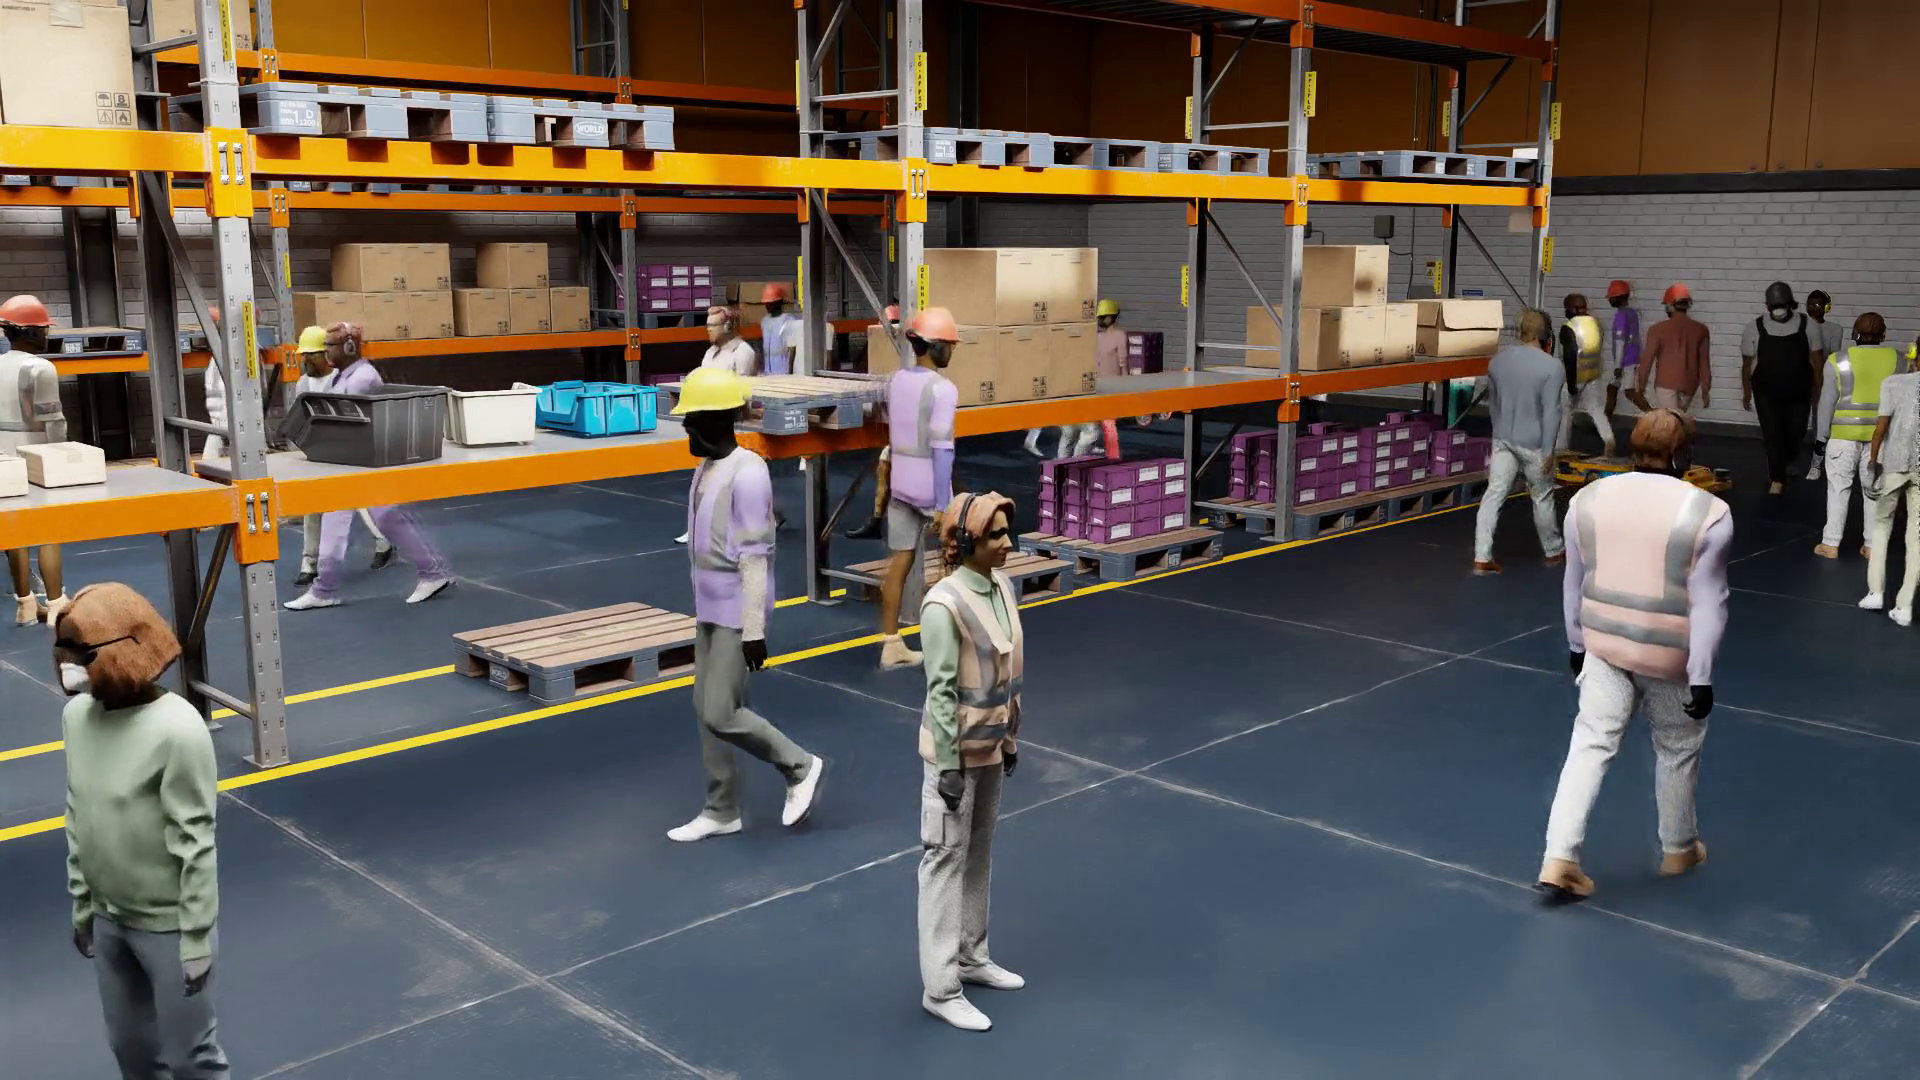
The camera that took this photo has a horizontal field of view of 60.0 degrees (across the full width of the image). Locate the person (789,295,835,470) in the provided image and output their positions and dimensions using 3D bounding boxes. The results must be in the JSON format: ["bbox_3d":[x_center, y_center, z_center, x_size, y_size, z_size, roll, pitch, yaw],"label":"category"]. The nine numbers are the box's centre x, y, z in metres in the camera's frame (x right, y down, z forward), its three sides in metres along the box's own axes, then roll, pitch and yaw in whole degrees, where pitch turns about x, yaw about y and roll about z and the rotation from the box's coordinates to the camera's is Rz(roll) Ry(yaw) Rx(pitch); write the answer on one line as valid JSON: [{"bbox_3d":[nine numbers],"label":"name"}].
[{"bbox_3d":[-1.544,-1.649,17.213,0.530,1.830,0.587,5,12,25],"label":"person"}]

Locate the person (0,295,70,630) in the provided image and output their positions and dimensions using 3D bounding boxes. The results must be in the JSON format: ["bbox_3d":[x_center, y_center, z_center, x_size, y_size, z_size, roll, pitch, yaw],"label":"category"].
[{"bbox_3d":[-5.660,-0.469,10.191,0.605,2.045,0.388,5,12,25],"label":"person"}]

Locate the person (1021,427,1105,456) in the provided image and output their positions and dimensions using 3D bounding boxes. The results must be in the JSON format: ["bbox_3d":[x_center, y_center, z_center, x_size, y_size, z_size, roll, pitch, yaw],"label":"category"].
[{"bbox_3d":[1.118,-1.754,18.099,0.940,1.719,0.512,1,10,4],"label":"person"}]

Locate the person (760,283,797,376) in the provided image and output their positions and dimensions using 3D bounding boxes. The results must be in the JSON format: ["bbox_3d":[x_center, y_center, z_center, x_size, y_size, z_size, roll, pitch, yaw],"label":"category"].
[{"bbox_3d":[-1.902,-1.855,18.152,0.551,1.909,0.817,8,13,38],"label":"person"}]

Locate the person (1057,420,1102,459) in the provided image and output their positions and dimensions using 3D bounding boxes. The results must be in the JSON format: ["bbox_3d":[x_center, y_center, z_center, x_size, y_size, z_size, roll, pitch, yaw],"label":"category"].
[{"bbox_3d":[1.107,-1.332,15.238,0.489,1.923,0.645,0,10,-1],"label":"person"}]

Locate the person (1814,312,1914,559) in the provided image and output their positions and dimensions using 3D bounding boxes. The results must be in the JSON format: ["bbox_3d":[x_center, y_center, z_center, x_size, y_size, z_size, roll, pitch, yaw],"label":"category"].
[{"bbox_3d":[6.697,-0.772,12.394,0.634,1.842,0.429,2,11,9],"label":"person"}]

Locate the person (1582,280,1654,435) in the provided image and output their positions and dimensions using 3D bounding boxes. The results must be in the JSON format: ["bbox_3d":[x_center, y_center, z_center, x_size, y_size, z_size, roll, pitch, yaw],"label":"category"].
[{"bbox_3d":[7.975,-2.133,19.724,0.941,1.891,0.592,6,12,30],"label":"person"}]

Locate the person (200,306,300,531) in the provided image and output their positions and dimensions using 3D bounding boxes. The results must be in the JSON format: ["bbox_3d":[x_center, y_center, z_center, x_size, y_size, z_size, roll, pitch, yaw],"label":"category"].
[{"bbox_3d":[-5.900,-0.990,13.585,0.956,1.848,0.586,-6,12,-29],"label":"person"}]

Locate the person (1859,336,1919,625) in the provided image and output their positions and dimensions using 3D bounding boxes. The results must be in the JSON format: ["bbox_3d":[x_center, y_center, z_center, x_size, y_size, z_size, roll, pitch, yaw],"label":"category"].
[{"bbox_3d":[5.964,-0.403,10.443,0.540,1.816,0.666,4,11,21],"label":"person"}]

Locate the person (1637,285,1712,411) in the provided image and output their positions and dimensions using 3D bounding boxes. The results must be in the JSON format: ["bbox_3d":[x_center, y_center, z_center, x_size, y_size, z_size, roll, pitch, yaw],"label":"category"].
[{"bbox_3d":[6.955,-1.490,16.149,0.644,1.941,1.020,-1,10,-4],"label":"person"}]

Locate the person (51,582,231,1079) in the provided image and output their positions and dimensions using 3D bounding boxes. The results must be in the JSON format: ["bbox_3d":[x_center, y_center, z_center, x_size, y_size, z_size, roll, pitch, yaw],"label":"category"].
[{"bbox_3d":[-1.901,0.897,3.891,0.505,1.624,0.289,6,12,29],"label":"person"}]

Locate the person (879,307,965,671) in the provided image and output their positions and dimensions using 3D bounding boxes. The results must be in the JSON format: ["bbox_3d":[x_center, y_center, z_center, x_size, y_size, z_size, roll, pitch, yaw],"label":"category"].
[{"bbox_3d":[-0.109,-0.290,9.305,0.928,2.004,0.634,-9,14,-40],"label":"person"}]

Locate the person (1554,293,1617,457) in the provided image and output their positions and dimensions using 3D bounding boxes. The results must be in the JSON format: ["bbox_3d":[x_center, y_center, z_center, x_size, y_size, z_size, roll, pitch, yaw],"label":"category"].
[{"bbox_3d":[6.734,-1.750,17.888,0.641,1.799,0.899,-6,12,-29],"label":"person"}]

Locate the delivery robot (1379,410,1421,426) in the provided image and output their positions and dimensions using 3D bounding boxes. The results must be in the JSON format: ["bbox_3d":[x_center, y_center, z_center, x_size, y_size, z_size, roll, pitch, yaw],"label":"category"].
[{"bbox_3d":[4.822,-1.136,17.639,0.707,0.478,0.477,8,13,37],"label":"delivery robot"}]

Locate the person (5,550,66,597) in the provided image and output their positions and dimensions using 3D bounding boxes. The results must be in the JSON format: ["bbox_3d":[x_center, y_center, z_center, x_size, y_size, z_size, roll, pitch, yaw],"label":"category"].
[{"bbox_3d":[-6.519,-0.542,10.902,0.915,1.939,0.609,-6,12,-31],"label":"person"}]

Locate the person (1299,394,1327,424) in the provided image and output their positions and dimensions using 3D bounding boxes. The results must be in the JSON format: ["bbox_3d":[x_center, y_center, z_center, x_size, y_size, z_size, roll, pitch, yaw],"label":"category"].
[{"bbox_3d":[3.941,-1.840,18.654,0.410,1.680,0.539,-4,11,-22],"label":"person"}]

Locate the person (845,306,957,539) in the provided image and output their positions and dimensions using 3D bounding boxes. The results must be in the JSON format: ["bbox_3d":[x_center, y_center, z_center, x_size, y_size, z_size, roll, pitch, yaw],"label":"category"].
[{"bbox_3d":[-0.374,-0.919,13.183,1.014,1.860,0.638,-1,10,-8],"label":"person"}]

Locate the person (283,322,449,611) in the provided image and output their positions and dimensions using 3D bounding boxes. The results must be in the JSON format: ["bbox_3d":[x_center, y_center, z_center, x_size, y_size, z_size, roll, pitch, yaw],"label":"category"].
[{"bbox_3d":[-3.860,-0.479,10.775,1.004,1.864,0.656,-7,13,-34],"label":"person"}]

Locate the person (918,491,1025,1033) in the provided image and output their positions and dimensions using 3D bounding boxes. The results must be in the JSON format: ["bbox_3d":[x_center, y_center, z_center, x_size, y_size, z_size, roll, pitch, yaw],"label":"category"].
[{"bbox_3d":[0.035,0.660,5.135,0.314,1.642,0.514,5,11,24],"label":"person"}]

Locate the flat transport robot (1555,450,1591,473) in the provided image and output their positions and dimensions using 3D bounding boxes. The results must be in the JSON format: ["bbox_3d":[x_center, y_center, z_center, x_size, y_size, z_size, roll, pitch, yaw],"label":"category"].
[{"bbox_3d":[5.672,-0.838,17.045,0.652,0.197,1.431,-8,13,-37],"label":"flat transport robot"}]

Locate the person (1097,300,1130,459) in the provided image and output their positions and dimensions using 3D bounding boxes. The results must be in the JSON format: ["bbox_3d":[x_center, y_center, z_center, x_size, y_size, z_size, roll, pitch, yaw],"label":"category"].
[{"bbox_3d":[1.483,-1.580,17.053,0.529,1.747,0.543,-6,12,-31],"label":"person"}]

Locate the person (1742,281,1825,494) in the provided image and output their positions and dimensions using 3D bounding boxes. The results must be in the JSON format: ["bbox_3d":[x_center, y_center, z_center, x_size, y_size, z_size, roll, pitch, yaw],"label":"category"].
[{"bbox_3d":[7.765,-1.484,15.736,0.730,2.000,0.803,4,11,22],"label":"person"}]

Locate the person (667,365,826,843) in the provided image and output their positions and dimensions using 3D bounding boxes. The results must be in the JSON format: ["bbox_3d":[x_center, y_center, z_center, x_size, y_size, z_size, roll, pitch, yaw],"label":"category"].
[{"bbox_3d":[-0.877,0.264,6.566,0.541,1.907,0.601,-5,12,-27],"label":"person"}]

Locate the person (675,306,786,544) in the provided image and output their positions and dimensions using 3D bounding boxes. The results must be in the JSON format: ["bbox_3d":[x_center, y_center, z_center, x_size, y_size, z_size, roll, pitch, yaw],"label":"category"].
[{"bbox_3d":[-1.797,-0.922,13.185,0.639,1.863,0.987,9,14,42],"label":"person"}]

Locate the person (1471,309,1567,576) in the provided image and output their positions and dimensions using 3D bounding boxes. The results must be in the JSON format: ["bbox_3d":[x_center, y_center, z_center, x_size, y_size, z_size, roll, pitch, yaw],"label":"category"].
[{"bbox_3d":[4.030,-0.690,11.826,1.016,1.886,0.649,-8,13,-36],"label":"person"}]

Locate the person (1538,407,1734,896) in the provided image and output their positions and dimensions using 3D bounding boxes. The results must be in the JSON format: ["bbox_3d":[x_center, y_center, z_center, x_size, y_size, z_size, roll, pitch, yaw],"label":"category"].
[{"bbox_3d":[2.465,0.412,6.073,0.939,1.804,0.638,-9,14,-41],"label":"person"}]

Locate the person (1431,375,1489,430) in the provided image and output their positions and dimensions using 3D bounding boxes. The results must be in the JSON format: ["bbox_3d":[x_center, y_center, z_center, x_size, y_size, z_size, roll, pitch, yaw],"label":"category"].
[{"bbox_3d":[5.156,-1.570,17.029,0.549,1.726,0.826,-1,10,-5],"label":"person"}]

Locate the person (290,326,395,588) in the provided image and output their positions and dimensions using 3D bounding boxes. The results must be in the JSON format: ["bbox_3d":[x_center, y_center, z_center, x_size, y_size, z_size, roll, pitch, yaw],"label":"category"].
[{"bbox_3d":[-4.354,-0.607,11.683,0.602,1.789,0.934,3,11,16],"label":"person"}]

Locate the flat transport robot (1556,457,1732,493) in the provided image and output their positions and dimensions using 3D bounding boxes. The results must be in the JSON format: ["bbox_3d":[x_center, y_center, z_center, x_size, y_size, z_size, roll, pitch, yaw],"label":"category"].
[{"bbox_3d":[6.522,-0.629,15.903,0.652,0.197,1.431,-9,14,-41],"label":"flat transport robot"}]

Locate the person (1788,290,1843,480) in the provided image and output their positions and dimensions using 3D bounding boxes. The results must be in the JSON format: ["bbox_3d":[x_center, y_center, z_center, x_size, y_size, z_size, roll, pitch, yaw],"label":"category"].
[{"bbox_3d":[8.410,-1.530,16.455,0.328,1.872,0.513,-8,13,-39],"label":"person"}]
